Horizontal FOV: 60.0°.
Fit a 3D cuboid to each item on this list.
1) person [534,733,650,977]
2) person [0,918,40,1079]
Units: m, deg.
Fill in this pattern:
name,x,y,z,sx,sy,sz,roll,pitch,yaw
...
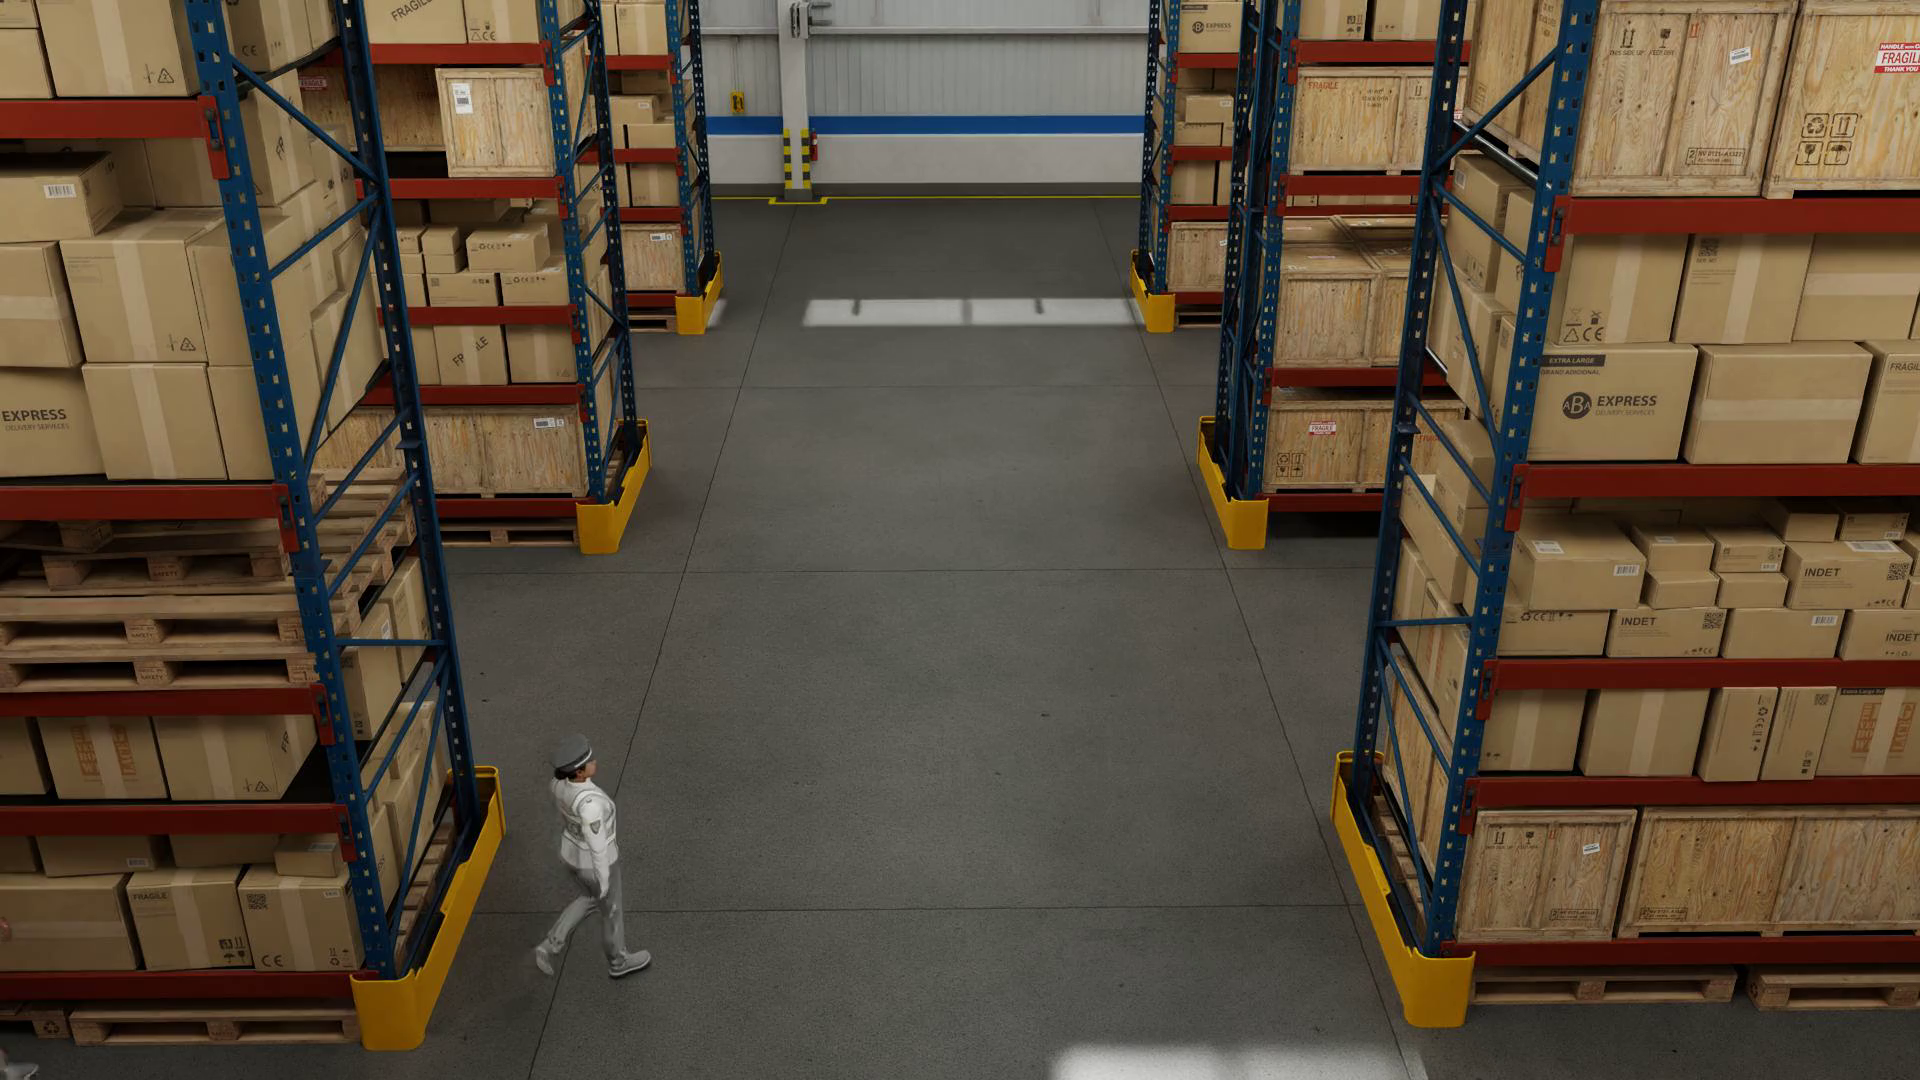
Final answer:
name,x,y,z,sx,sy,sz,roll,pitch,yaw
person,-2.229,1.912,9.865,0.669,1.690,0.486,-20,32,-37
person,-5.564,2.222,9.146,0.928,1.692,0.550,4,25,9
